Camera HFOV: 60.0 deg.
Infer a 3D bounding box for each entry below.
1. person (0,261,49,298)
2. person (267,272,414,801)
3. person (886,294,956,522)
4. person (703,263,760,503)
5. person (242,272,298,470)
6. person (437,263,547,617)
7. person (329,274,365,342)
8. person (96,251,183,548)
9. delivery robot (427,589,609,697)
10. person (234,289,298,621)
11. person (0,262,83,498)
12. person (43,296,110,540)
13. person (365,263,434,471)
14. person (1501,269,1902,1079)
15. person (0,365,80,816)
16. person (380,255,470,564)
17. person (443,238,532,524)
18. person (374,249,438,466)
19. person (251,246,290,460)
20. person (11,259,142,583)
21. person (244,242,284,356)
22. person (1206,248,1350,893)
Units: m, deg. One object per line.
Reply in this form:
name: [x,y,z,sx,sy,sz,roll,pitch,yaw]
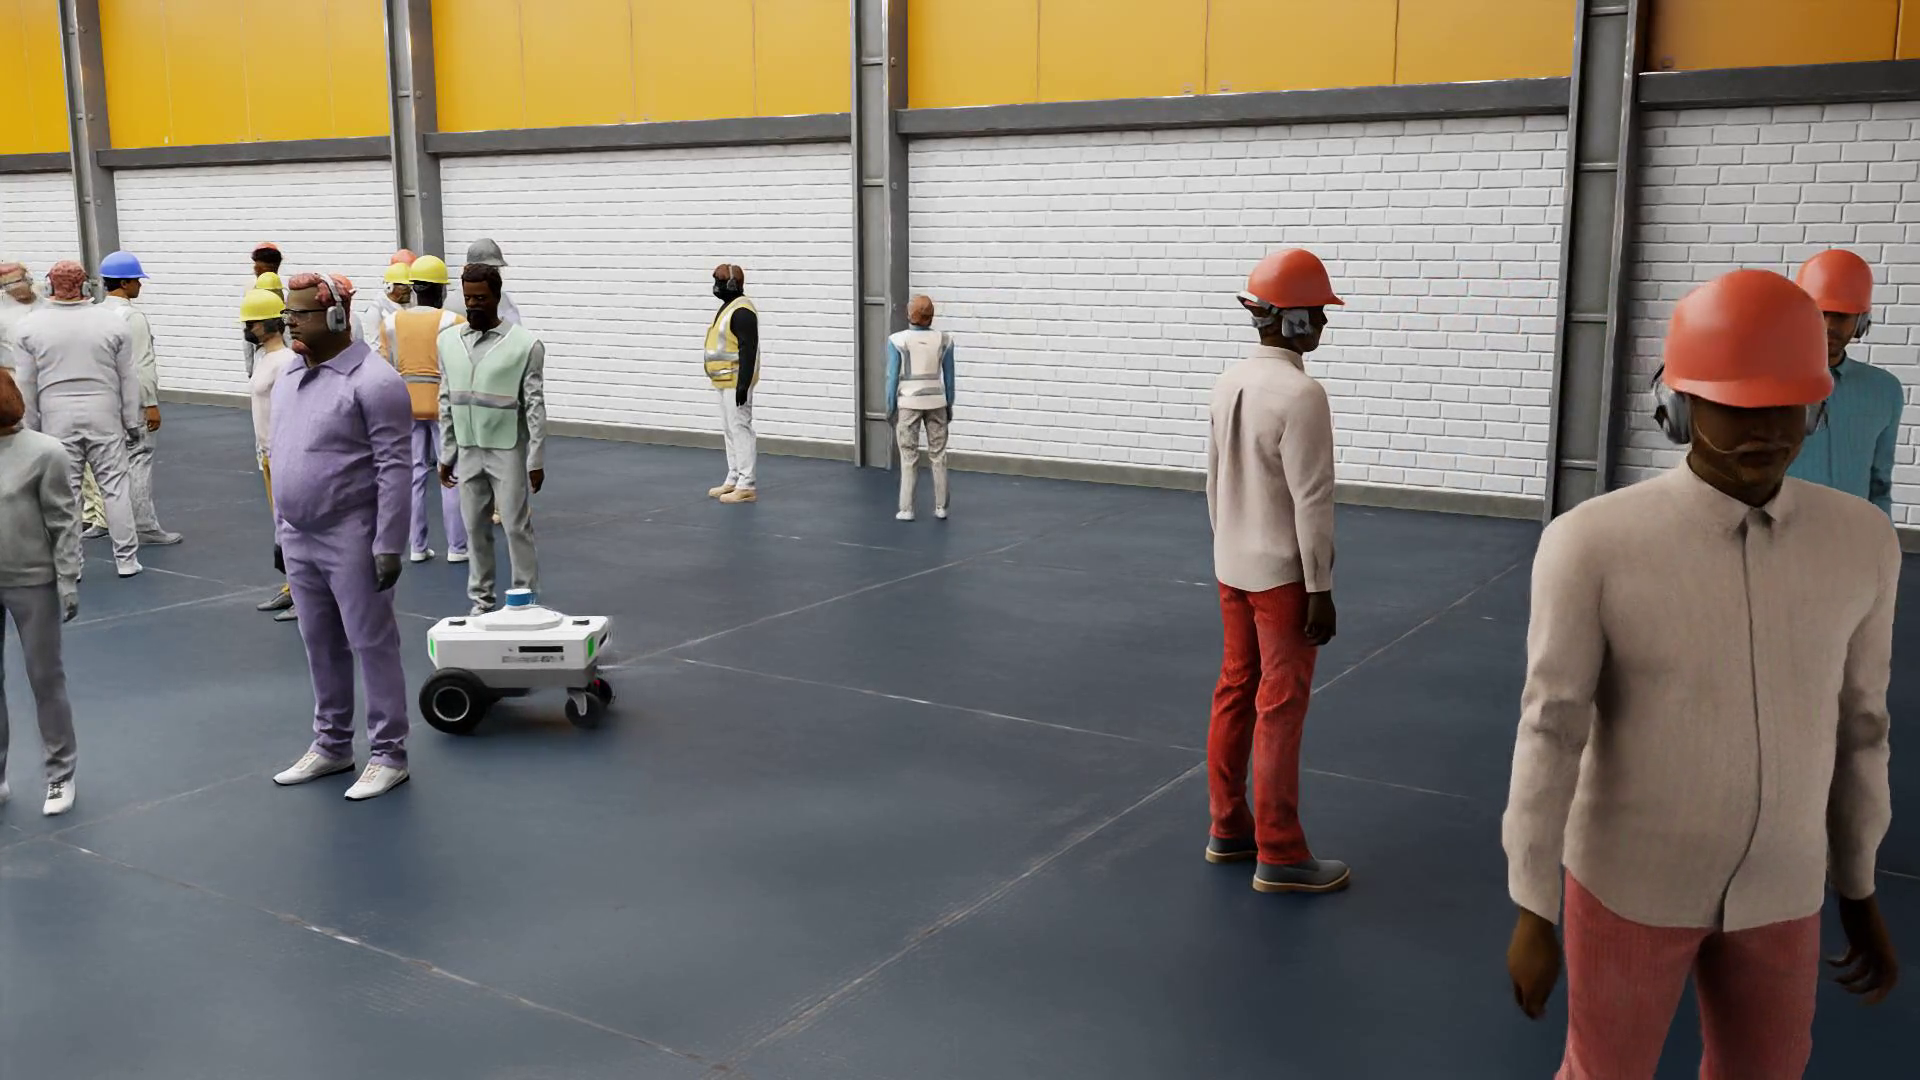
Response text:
person: [-11.401,-2.524,20.399,0.932,1.769,0.667,10,14,43]
person: [-2.287,-0.011,6.064,0.651,1.907,0.409,6,12,29]
person: [-0.277,-0.946,11.988,0.522,1.638,0.310,-3,11,-16]
person: [-1.769,-1.214,12.907,0.429,1.842,0.637,-4,11,-21]
person: [-6.053,-1.485,14.685,0.494,1.743,0.304,2,10,9]
person: [-2.366,-0.441,8.454,0.587,1.911,0.396,3,11,16]
person: [-4.958,-1.260,13.405,0.334,1.753,0.562,-2,10,-11]
person: [-5.480,-0.918,10.972,0.614,1.946,0.390,7,12,34]
delivery robot: [-1.848,0.449,6.998,0.707,0.478,0.477,0,10,-2]
person: [-3.651,-0.450,8.890,0.326,1.765,0.533,-7,13,-35]
person: [-7.082,-1.200,12.798,0.870,1.843,0.646,5,12,28]
person: [-5.988,-0.884,11.321,0.324,1.752,0.561,-9,13,-40]
person: [-4.840,-1.475,14.405,0.403,1.825,0.592,6,12,29]
person: [1.214,0.555,2.718,0.639,1.985,0.409,-1,10,-6]
person: [-3.347,0.170,5.820,0.507,1.630,0.268,-1,10,-8]
person: [-3.300,-0.808,10.421,0.593,1.924,0.381,1,10,7]
person: [-3.338,-1.138,11.937,0.538,2.000,0.690,4,11,20]
person: [-4.890,-1.595,14.750,0.371,1.939,0.543,7,13,36]
person: [-6.207,-1.668,15.084,0.367,1.965,0.607,-8,13,-38]
person: [-5.225,-0.700,9.884,0.643,1.908,0.399,-6,12,-28]
person: [-7.072,-2.047,17.096,0.610,1.996,0.378,7,12,33]
person: [0.992,0.097,5.218,0.378,1.996,0.611,-4,11,-20]
